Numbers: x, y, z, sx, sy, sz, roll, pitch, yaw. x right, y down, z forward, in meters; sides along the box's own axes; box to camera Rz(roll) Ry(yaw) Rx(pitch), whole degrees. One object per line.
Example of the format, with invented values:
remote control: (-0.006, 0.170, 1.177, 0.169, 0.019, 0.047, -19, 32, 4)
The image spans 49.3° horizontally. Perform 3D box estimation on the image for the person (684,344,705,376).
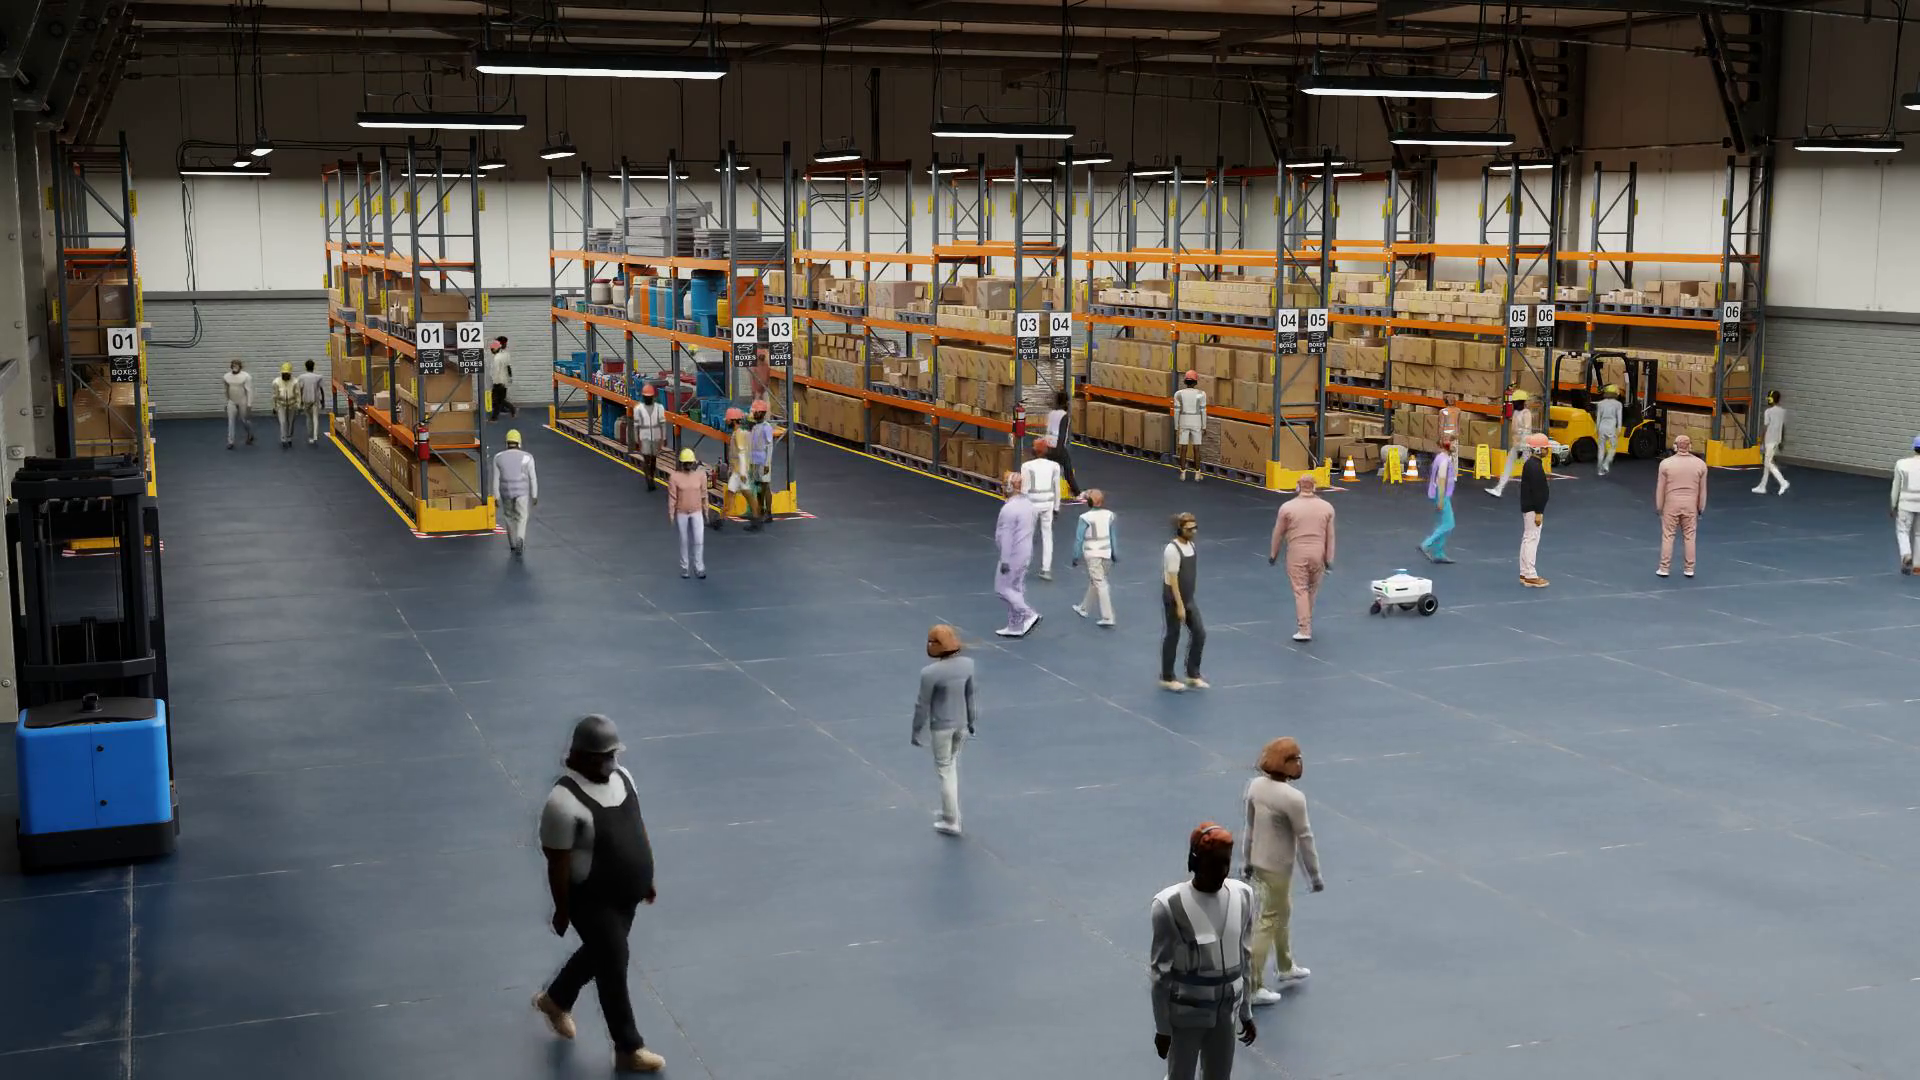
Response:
person: (-6.638, -4.023, 52.208, 0.609, 1.783, 0.949, 8, 12, 44)

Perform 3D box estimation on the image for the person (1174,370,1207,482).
person: (4.239, -2.105, 38.532, 0.605, 2.045, 0.377, 2, 9, 13)

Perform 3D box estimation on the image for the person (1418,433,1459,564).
person: (6.682, -0.572, 29.031, 0.442, 1.832, 0.583, 2, 9, 12)

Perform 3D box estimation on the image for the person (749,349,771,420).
person: (-4.553, -3.442, 47.748, 0.658, 2.000, 0.624, 8, 11, 42)

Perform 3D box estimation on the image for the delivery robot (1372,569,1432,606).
delivery robot: (5.344, 0.592, 25.322, 0.707, 0.478, 0.477, -4, 9, -23)

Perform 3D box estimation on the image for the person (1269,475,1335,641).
person: (3.901, 0.185, 23.900, 0.672, 1.848, 0.979, -1, 9, -6)

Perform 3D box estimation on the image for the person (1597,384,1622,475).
person: (12.212, -2.074, 39.371, 0.521, 1.715, 0.393, 8, 11, 42)

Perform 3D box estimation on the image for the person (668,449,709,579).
person: (-3.578, -0.326, 27.713, 0.544, 1.730, 0.848, -2, 9, -12)

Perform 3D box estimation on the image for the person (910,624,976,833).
person: (-0.176, 1.444, 16.238, 0.531, 1.615, 0.558, -7, 11, -40)

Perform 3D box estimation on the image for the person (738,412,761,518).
person: (-3.284, -1.191, 33.430, 0.633, 1.734, 0.405, 4, 9, 23)

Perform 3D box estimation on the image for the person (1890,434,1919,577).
person: (12.749, -0.456, 27.910, 0.633, 1.930, 0.583, 3, 9, 19)

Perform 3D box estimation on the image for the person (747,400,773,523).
person: (-3.166, -1.248, 33.153, 0.342, 1.942, 0.552, -5, 10, -32)

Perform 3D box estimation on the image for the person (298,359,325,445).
person: (-13.930, -2.970, 45.015, 0.529, 1.837, 0.936, -3, 9, -17)

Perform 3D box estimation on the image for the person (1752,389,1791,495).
person: (14.214, -1.711, 36.579, 0.538, 1.846, 0.838, -5, 10, -31)

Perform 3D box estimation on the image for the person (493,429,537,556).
person: (-6.327, -0.670, 29.765, 0.601, 1.809, 0.774, -1, 9, -5)

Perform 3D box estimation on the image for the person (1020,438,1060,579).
person: (1.032, -0.442, 28.058, 0.610, 1.847, 0.890, -3, 9, -19)

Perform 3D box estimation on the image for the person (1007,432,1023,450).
person: (1.068, -2.437, 42.087, 0.517, 1.639, 0.313, -6, 11, -36)

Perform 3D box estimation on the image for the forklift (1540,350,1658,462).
forklift: (12.897, -2.725, 42.309, 2.313, 2.155, 1.214, -3, 9, -21)

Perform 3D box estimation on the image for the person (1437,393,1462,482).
person: (8.928, -1.858, 38.216, 0.514, 1.643, 0.307, -5, 10, -29)

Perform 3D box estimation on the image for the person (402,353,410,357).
person: (-12.433, -3.418, 47.423, 0.648, 2.012, 0.596, -4, 10, -28)

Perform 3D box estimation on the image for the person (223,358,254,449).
person: (-15.274, -2.905, 44.364, 0.642, 1.913, 0.850, 0, 9, 0)

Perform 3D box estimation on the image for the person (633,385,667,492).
person: (-5.473, -1.799, 37.036, 0.553, 1.879, 1.033, -3, 9, -18)

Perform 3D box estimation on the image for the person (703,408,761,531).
person: (-3.510, -1.073, 32.159, 0.977, 1.887, 0.580, -1, 9, -5)

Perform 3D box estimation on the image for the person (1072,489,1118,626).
person: (1.566, 0.197, 24.685, 0.537, 1.588, 0.868, -7, 11, -39)

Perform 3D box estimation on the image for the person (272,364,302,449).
person: (-14.223, -2.826, 44.262, 0.599, 1.774, 0.944, -3, 9, -21)

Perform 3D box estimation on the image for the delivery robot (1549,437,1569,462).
delivery robot: (11.606, -1.783, 41.156, 0.477, 0.478, 0.707, -6, 11, -37)

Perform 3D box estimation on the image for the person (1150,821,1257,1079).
person: (1.162, 2.261, 9.951, 0.574, 1.886, 0.356, -5, 10, -29)

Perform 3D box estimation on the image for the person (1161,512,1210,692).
person: (2.275, 0.634, 20.989, 0.637, 1.820, 0.515, 8, 11, 41)

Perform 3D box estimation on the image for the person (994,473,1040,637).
person: (0.639, 0.183, 23.770, 0.488, 1.893, 0.662, 3, 9, 21)

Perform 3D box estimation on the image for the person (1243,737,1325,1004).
person: (1.990, 1.990, 12.695, 0.718, 1.609, 0.520, -4, 9, -24)

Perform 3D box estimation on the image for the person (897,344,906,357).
person: (-1.544, -3.820, 50.457, 0.637, 1.913, 0.902, 0, 9, -3)

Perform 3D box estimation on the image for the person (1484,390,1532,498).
person: (9.493, -1.619, 35.819, 0.954, 1.876, 0.612, -1, 9, -9)

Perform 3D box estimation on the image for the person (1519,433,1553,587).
person: (7.507, -0.401, 27.334, 0.381, 1.994, 0.622, 1, 9, 5)

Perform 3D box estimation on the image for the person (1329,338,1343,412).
person: (9.185, -3.977, 51.378, 0.546, 1.934, 0.376, -2, 9, -12)

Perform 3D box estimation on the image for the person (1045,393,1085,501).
person: (1.727, -1.559, 35.522, 1.018, 1.858, 0.617, -5, 10, -28)

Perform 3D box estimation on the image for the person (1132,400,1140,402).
person: (4.257, -3.776, 50.501, 0.724, 1.807, 0.433, 6, 10, 34)

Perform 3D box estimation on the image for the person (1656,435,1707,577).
person: (9.627, -0.453, 27.998, 0.660, 1.901, 0.406, 1, 9, 4)

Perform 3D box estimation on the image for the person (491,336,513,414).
person: (-11.426, -4.126, 52.301, 0.647, 1.952, 0.419, 7, 11, 39)

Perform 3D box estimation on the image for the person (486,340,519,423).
person: (-10.963, -3.787, 49.984, 0.741, 1.974, 0.621, -1, 9, -6)

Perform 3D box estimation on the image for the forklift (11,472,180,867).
forklift: (-6.630, 0.886, 15.957, 1.129, 2.768, 1.873, -3, 9, -21)

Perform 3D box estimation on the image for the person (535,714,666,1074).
person: (-2.076, 1.930, 11.784, 0.945, 2.000, 0.679, 4, 9, 24)
